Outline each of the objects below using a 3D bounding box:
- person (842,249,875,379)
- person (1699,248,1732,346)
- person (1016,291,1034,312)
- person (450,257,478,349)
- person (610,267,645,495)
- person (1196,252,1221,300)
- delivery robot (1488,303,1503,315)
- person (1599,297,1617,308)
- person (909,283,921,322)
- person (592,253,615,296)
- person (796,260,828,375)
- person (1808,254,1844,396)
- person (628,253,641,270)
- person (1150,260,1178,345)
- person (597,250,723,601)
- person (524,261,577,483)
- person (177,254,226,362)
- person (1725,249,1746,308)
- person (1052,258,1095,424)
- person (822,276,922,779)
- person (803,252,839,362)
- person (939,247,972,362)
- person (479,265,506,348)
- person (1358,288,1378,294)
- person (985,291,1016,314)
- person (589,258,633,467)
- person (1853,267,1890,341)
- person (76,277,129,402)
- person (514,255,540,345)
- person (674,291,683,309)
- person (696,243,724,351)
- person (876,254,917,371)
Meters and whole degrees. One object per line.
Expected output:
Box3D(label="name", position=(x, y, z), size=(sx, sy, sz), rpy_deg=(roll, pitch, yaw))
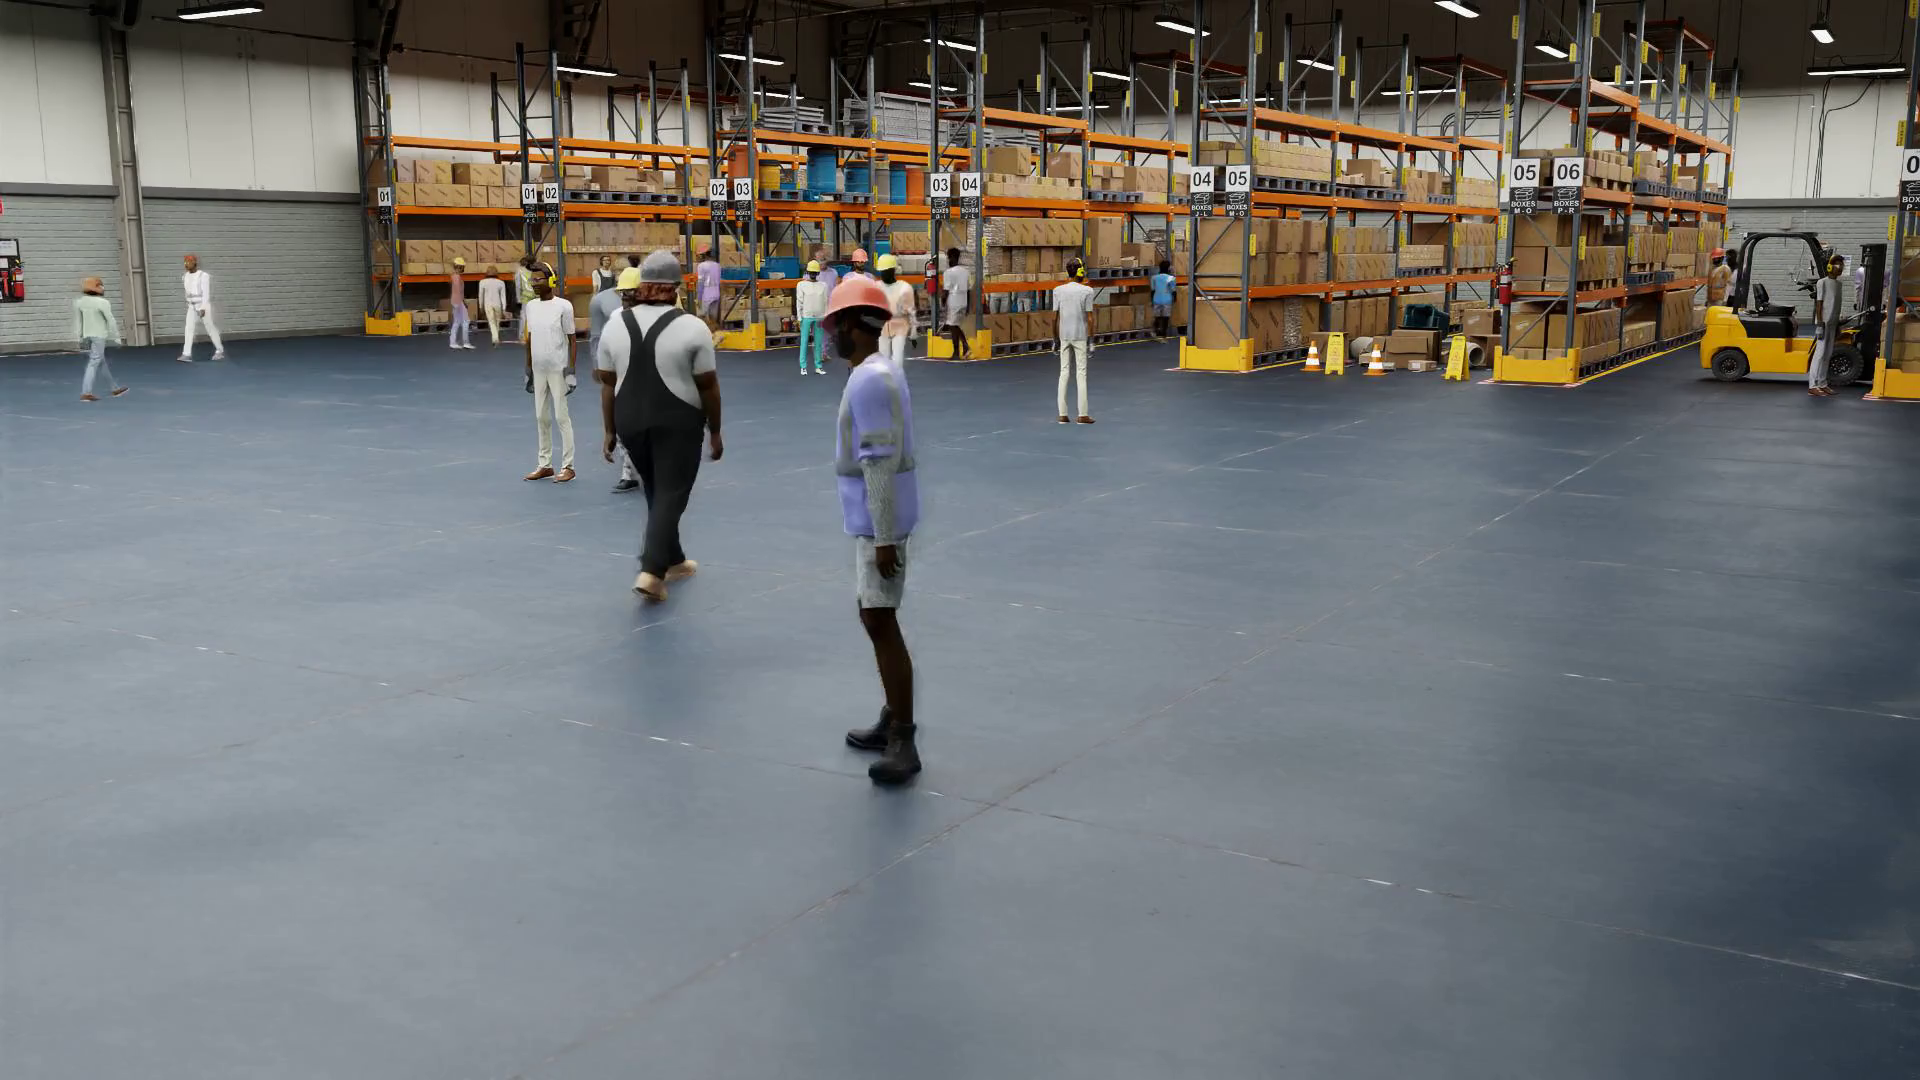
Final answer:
Box3D(label="person", position=(-1.478, -3.344, 24.710), size=(0.547, 1.938, 0.359), rpy_deg=(-7, 12, -34))
Box3D(label="person", position=(14.699, -4.707, 32.349), size=(0.377, 1.932, 0.552), rpy_deg=(-3, 11, -19))
Box3D(label="person", position=(1.401, -5.175, 35.806), size=(0.502, 1.636, 0.277), rpy_deg=(9, 13, 41))
Box3D(label="person", position=(-9.556, -4.523, 31.841), size=(0.562, 1.743, 0.543), rpy_deg=(-4, 11, -22))
Box3D(label="person", position=(-2.591, -1.271, 13.391), size=(0.600, 1.829, 0.404), rpy_deg=(5, 11, 25))
Box3D(label="person", position=(4.453, -4.388, 30.295), size=(0.606, 2.035, 0.405), rpy_deg=(6, 12, 32))
Box3D(label="delivery robot", position=(12.879, -5.514, 40.471), size=(0.707, 0.478, 0.477), rpy_deg=(-1, 10, -8))
Box3D(label="person", position=(15.470, -5.968, 39.594), size=(0.661, 1.869, 0.788), rpy_deg=(-8, 13, -37))
Box3D(label="person", position=(-1.182, -5.710, 38.905), size=(0.535, 1.582, 0.870), rpy_deg=(8, 13, 37))
Box3D(label="person", position=(-6.458, -4.311, 30.382), size=(0.504, 1.847, 0.344), rpy_deg=(-10, 14, -43))
Box3D(label="person", position=(-2.265, -3.420, 25.639), size=(0.522, 1.761, 0.327), rpy_deg=(-5, 11, -25))
Box3D(label="person", position=(11.578, -2.856, 22.156), size=(0.513, 1.876, 0.328), rpy_deg=(-7, 12, -34))
Box3D(label="person", position=(-6.714, -5.068, 34.710), size=(0.632, 1.824, 0.721), rpy_deg=(8, 13, 39))
Box3D(label="person", position=(4.100, -4.755, 33.342), size=(0.549, 1.681, 0.540), rpy_deg=(6, 12, 30))
Box3D(label="person", position=(-1.727, -0.695, 9.582), size=(0.692, 2.000, 1.013), rpy_deg=(3, 11, 18))
Box3D(label="person", position=(-3.490, -1.419, 14.120), size=(0.533, 1.869, 0.311), rpy_deg=(5, 11, 25))
Box3D(label="person", position=(-13.098, -3.992, 28.643), size=(0.581, 1.844, 0.950), rpy_deg=(3, 11, 17))
Box3D(label="person", position=(15.301, -4.791, 32.965), size=(0.415, 1.892, 0.630), rpy_deg=(-7, 12, -33))
Box3D(label="person", position=(1.274, -2.225, 18.653), size=(0.512, 1.864, 0.330), rpy_deg=(5, 11, 25))
Box3D(label="person", position=(-0.338, -0.048, 6.399), size=(0.409, 1.894, 0.752), rpy_deg=(0, 10, 2))
Box3D(label="person", position=(-2.396, -3.982, 28.492), size=(0.713, 1.872, 0.630), rpy_deg=(-5, 11, -28))
Box3D(label="person", position=(-0.086, -3.992, 28.313), size=(0.410, 1.952, 0.629), rpy_deg=(7, 12, 36))
Box3D(label="person", position=(-9.079, -4.537, 32.349), size=(0.501, 1.605, 0.816), rpy_deg=(-6, 12, -29))
Box3D(label="person", position=(9.693, -5.890, 39.609), size=(0.488, 1.709, 0.859), rpy_deg=(8, 13, 38))
Box3D(label="person", position=(0.797, -4.792, 32.853), size=(0.631, 1.932, 0.371), rpy_deg=(0, 10, 2))
Box3D(label="person", position=(-3.098, -1.649, 15.361), size=(0.624, 1.900, 1.014), rpy_deg=(-4, 11, -19))
Box3D(label="person", position=(17.253, -4.546, 31.519), size=(0.580, 1.918, 0.404), rpy_deg=(5, 11, 27))
Box3D(label="person", position=(-11.106, -2.601, 21.515), size=(0.516, 1.582, 0.869), rpy_deg=(4, 11, 20))
Box3D(label="person", position=(-8.499, -4.730, 32.905), size=(0.640, 1.795, 0.964), rpy_deg=(-8, 13, -39))
Box3D(label="person", position=(-3.729, -2.671, 21.212), size=(0.429, 1.844, 0.627), rpy_deg=(0, 10, 3))
Box3D(label="person", position=(-4.713, -4.559, 31.291), size=(0.562, 2.013, 0.657), rpy_deg=(6, 12, 29))
Box3D(label="person", position=(-0.808, -2.565, 20.444), size=(0.615, 1.902, 0.660), rpy_deg=(4, 11, 21))
